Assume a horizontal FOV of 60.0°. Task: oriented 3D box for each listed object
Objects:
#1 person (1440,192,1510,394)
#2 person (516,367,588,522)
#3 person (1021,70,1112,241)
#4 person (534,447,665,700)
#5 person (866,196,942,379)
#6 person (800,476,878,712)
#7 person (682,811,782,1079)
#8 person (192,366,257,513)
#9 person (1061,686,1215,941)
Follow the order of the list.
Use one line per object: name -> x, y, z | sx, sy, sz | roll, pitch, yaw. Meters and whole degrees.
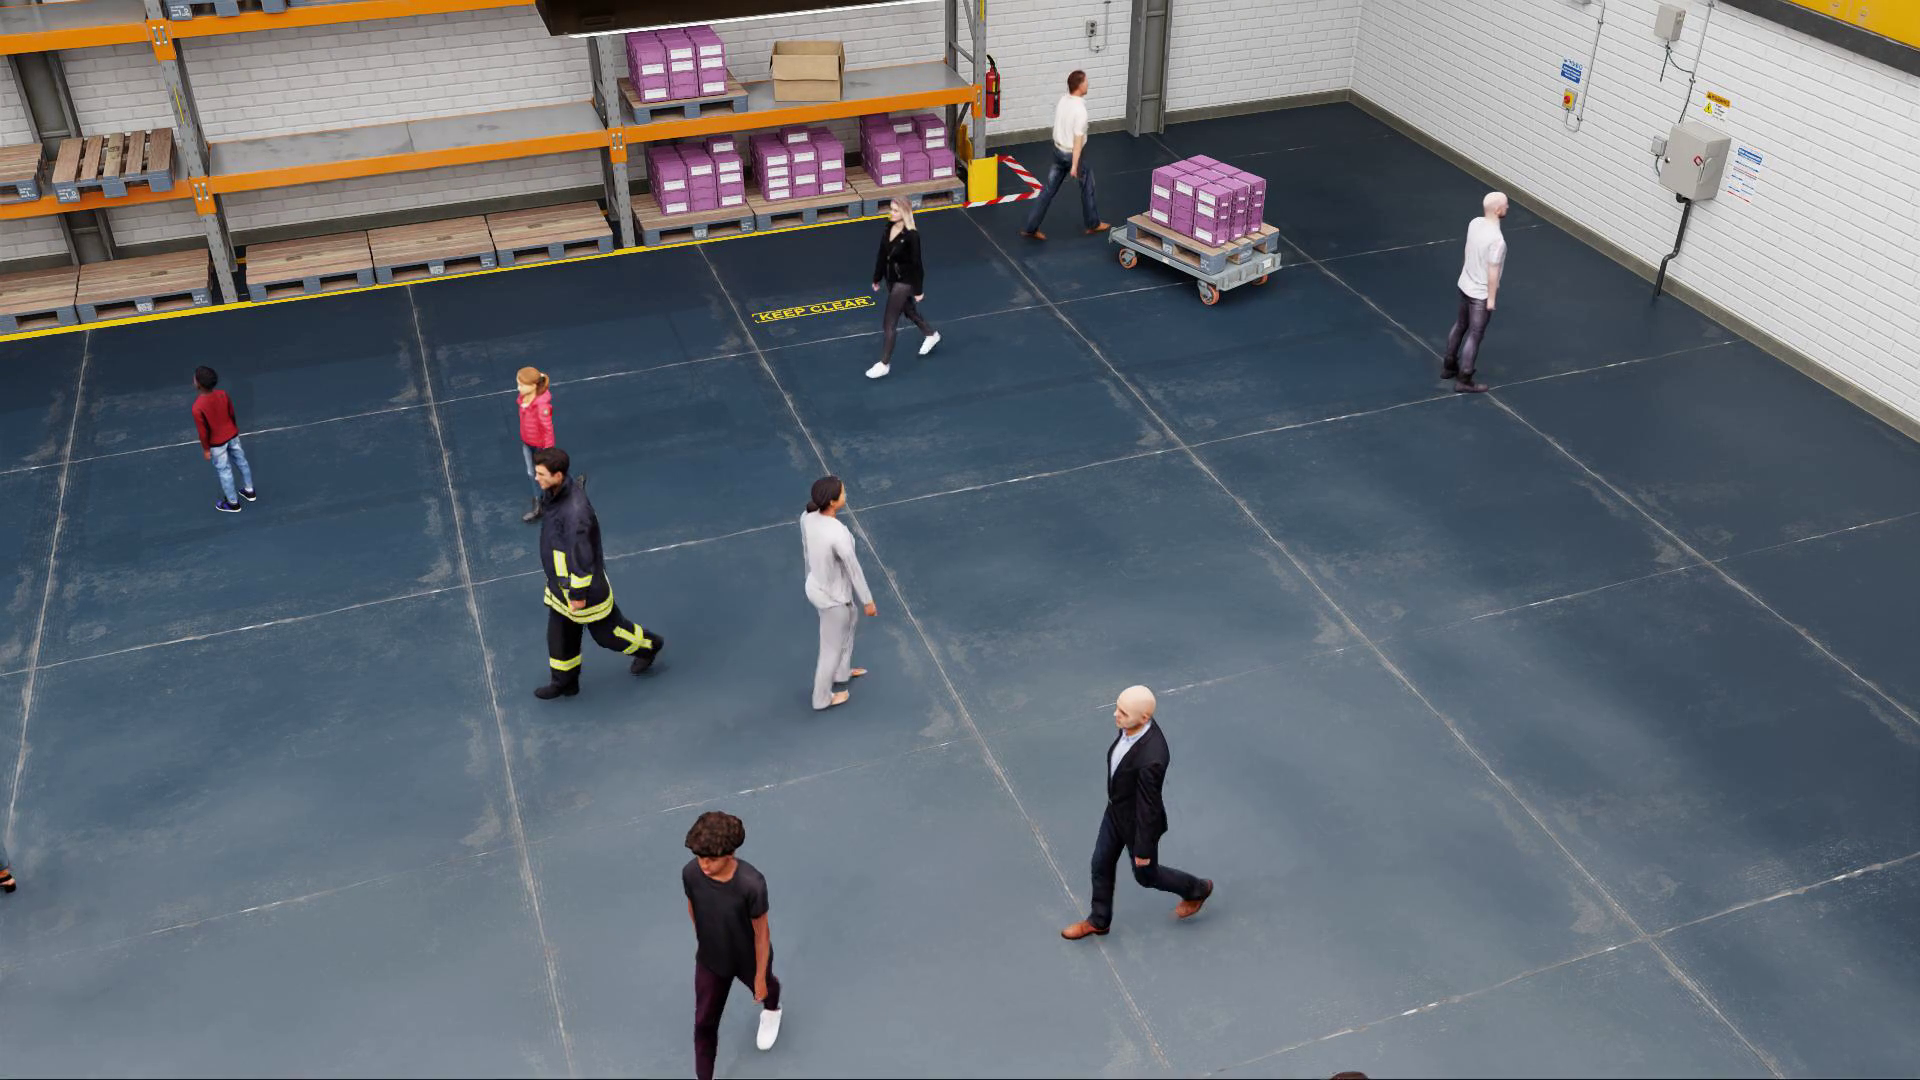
person -> 4.584, -2.215, 14.741 | 0.636, 1.831, 0.694 | -6, 34, -8
person -> -3.253, -0.780, 13.058 | 0.735, 1.302, 0.895 | 27, 42, 34
person -> 1.040, -3.981, 17.416 | 1.311, 1.810, 0.791 | -16, 37, -23
person -> -2.445, 0.216, 11.020 | 1.258, 1.900, 0.972 | -22, 39, -29
person -> -0.469, -2.334, 15.087 | 1.239, 1.645, 0.886 | -25, 41, -32
person -> -0.920, 0.385, 10.933 | 0.789, 1.716, 0.721 | -18, 38, -25
person -> -1.108, 2.026, 8.444 | 1.127, 1.737, 1.060 | 7, 34, 10
person -> -5.841, -0.815, 13.152 | 0.648, 1.256, 0.585 | 16, 37, 22
person -> 1.044, 1.517, 9.179 | 1.125, 1.772, 0.714 | -10, 35, -14
